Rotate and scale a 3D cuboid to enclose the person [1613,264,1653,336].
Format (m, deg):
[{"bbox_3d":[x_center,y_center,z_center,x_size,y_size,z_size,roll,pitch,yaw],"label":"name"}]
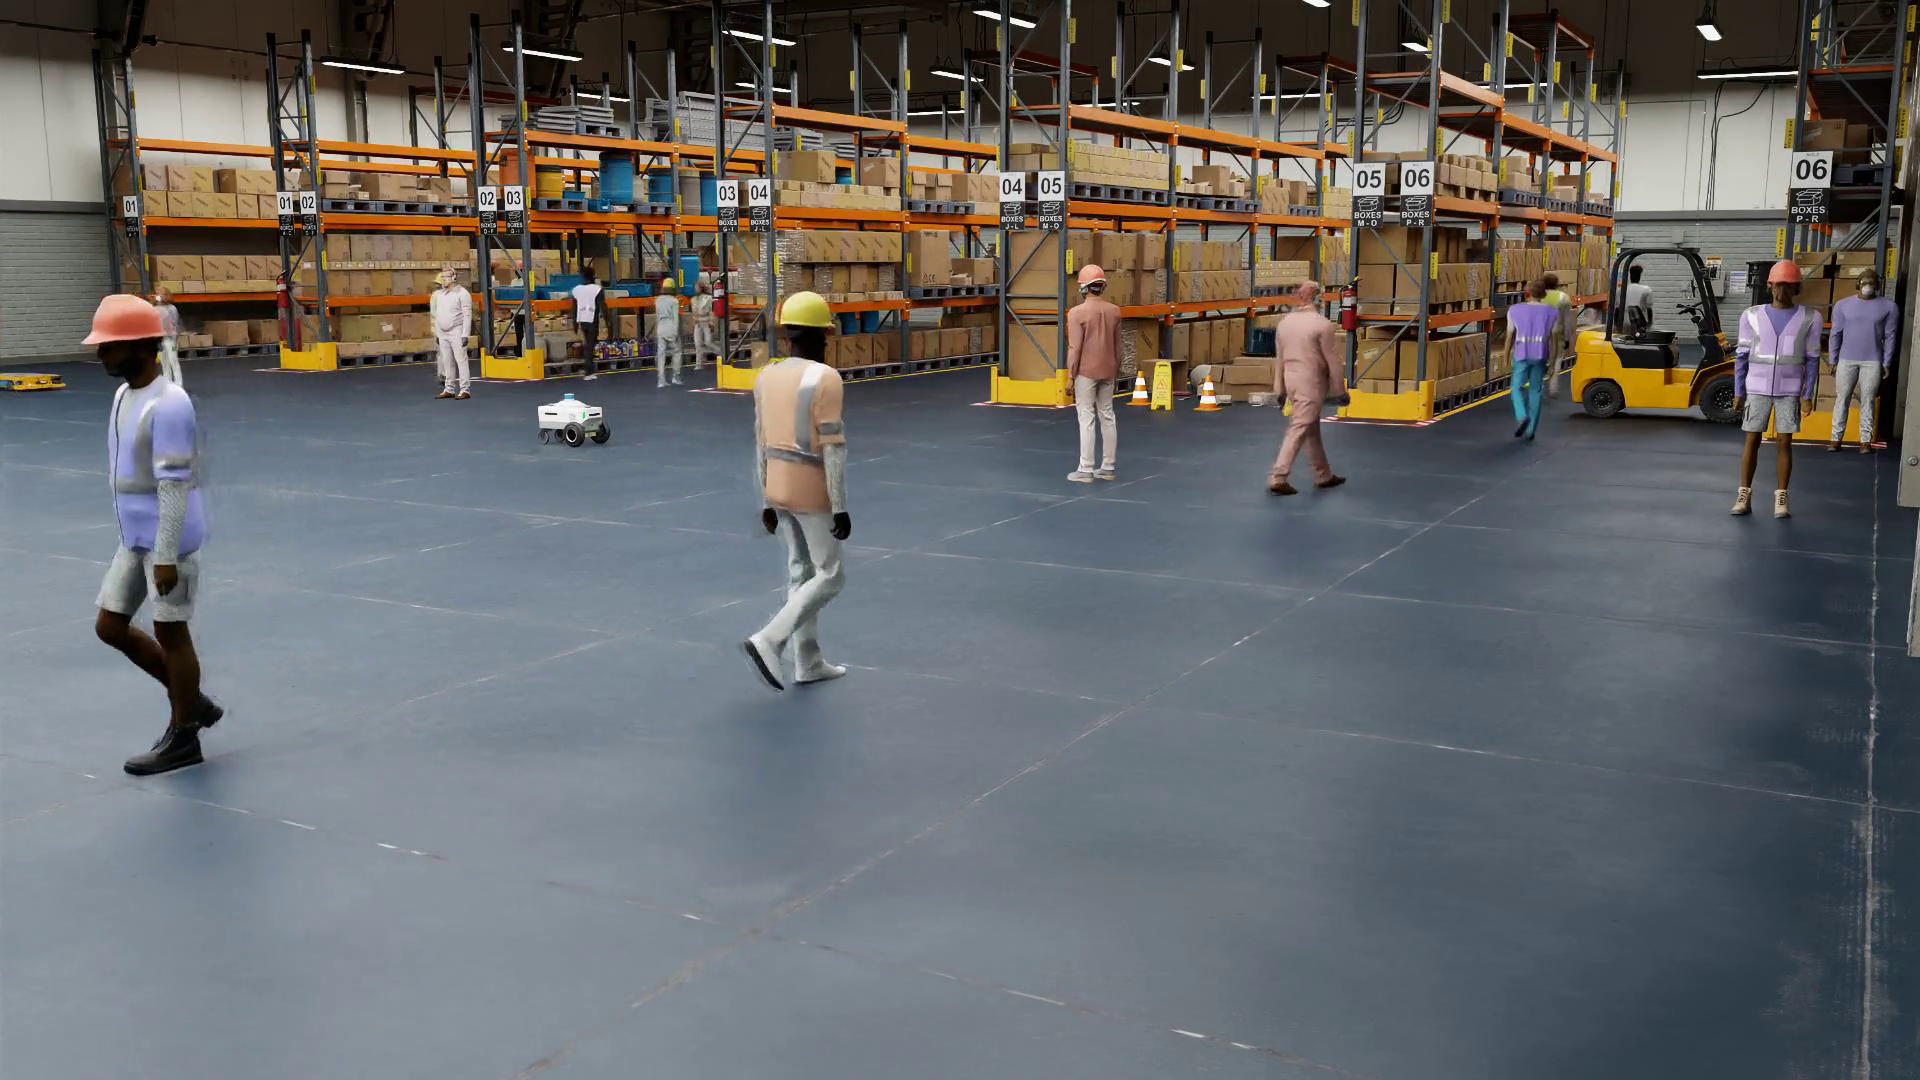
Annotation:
[{"bbox_3d":[11.294,-3.656,27.945,0.608,1.946,0.757,5,11,25],"label":"person"}]

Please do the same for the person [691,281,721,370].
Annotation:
[{"bbox_3d":[-4.642,-3.910,30.337,0.530,1.622,0.547,6,11,31],"label":"person"}]

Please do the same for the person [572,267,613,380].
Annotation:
[{"bbox_3d":[-6.189,-3.658,28.115,0.614,1.891,0.781,5,11,26],"label":"person"}]

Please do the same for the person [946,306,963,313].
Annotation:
[{"bbox_3d":[-0.069,-5.588,39.584,0.513,1.833,0.410,6,11,32],"label":"person"}]

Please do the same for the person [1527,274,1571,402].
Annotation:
[{"bbox_3d":[8.468,-2.910,23.931,0.654,1.811,0.848,5,11,26],"label":"person"}]

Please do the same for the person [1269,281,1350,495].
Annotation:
[{"bbox_3d":[3.065,-1.334,14.595,0.998,1.858,0.637,-5,11,-26],"label":"person"}]

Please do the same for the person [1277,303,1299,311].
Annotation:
[{"bbox_3d":[7.588,-5.279,37.863,1.007,1.811,0.544,-8,13,-40],"label":"person"}]

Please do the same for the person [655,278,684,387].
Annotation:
[{"bbox_3d":[-4.628,-3.298,26.464,0.499,1.721,0.572,4,11,25],"label":"person"}]

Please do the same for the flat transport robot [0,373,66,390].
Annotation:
[{"bbox_3d":[-14.712,-2.482,25.947,1.431,0.197,0.652,5,11,28],"label":"flat transport robot"}]

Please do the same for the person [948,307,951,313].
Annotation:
[{"bbox_3d":[-0.126,-6.352,43.784,0.649,1.920,0.420,-2,10,-11],"label":"person"}]

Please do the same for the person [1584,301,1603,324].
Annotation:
[{"bbox_3d":[13.925,-5.106,36.342,0.621,1.973,0.783,-4,11,-24],"label":"person"}]

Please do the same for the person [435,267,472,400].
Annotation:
[{"bbox_3d":[-7.381,-2.993,24.153,0.642,1.909,0.410,5,11,28],"label":"person"}]

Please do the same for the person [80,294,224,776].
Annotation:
[{"bbox_3d":[-3.229,-0.006,6.617,0.570,1.923,0.401,9,13,41],"label":"person"}]

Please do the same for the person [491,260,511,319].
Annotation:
[{"bbox_3d":[-10.299,-5.179,36.746,0.625,1.995,1.064,6,11,32],"label":"person"}]

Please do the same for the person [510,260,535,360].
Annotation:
[{"bbox_3d":[-8.558,-4.463,32.495,0.609,1.997,0.375,5,11,28],"label":"person"}]

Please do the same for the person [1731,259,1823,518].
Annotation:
[{"bbox_3d":[6.473,-1.195,13.217,0.607,2.048,0.365,5,11,28],"label":"person"}]

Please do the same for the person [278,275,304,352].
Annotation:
[{"bbox_3d":[-12.996,-4.310,32.294,0.555,1.751,0.366,1,10,7],"label":"person"}]

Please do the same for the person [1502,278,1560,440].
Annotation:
[{"bbox_3d":[6.432,-2.031,18.751,0.588,1.826,0.449,1,10,9],"label":"person"}]

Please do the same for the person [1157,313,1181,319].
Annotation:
[{"bbox_3d":[4.200,-4.485,33.515,0.550,1.683,0.366,6,11,32],"label":"person"}]

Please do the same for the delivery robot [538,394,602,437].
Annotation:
[{"bbox_3d":[-4.297,-1.367,18.315,0.707,0.478,0.477,5,11,28],"label":"delivery robot"}]

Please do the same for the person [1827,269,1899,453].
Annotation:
[{"bbox_3d":[9.507,-1.882,17.557,0.630,1.940,0.372,5,11,28],"label":"person"}]

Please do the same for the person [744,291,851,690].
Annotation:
[{"bbox_3d":[-0.777,-0.216,7.880,0.587,1.911,0.608,-9,13,-42],"label":"person"}]

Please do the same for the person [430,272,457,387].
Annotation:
[{"bbox_3d":[-8.145,-3.321,26.328,0.430,1.817,0.622,-8,12,-38],"label":"person"}]

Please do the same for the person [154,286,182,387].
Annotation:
[{"bbox_3d":[-11.729,-2.930,24.578,0.497,1.636,0.286,5,11,28],"label":"person"}]

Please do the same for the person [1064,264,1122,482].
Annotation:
[{"bbox_3d":[1.215,-1.527,15.311,0.612,1.995,0.392,-7,12,-34],"label":"person"}]
